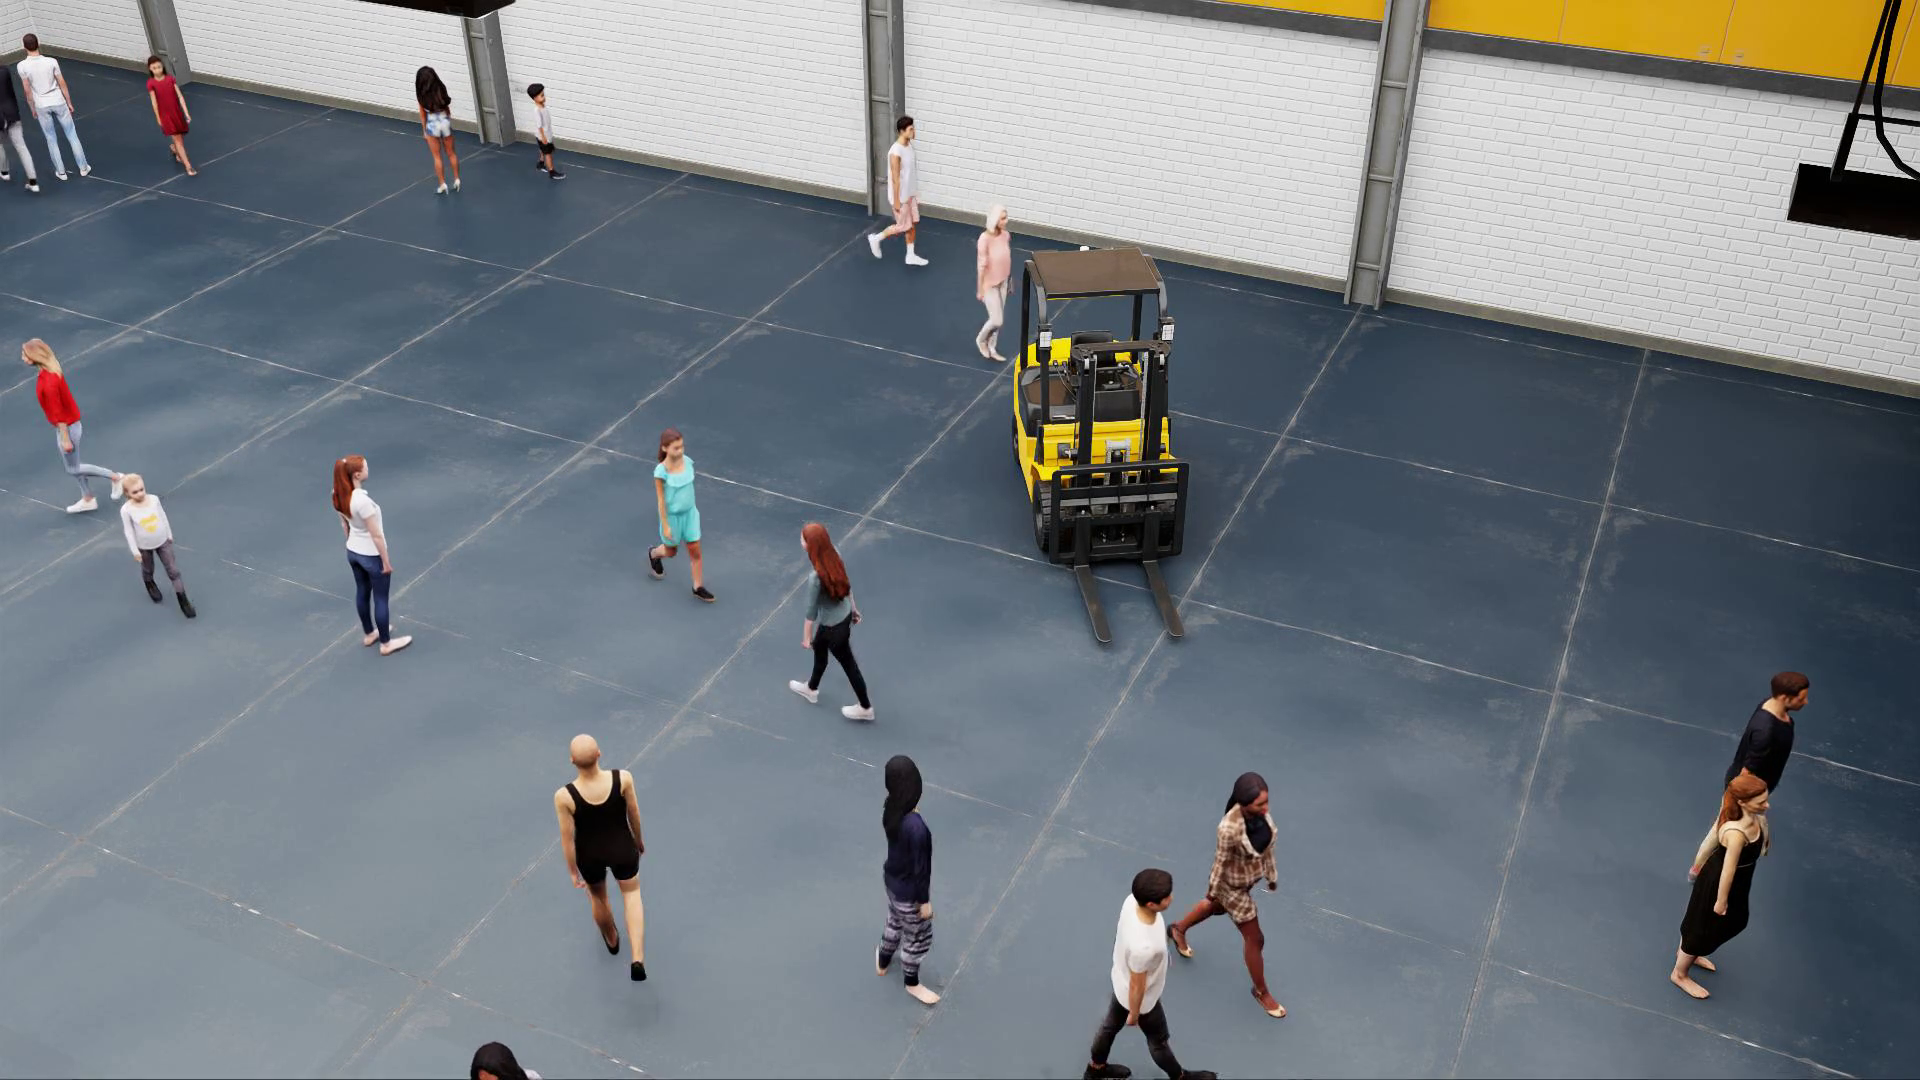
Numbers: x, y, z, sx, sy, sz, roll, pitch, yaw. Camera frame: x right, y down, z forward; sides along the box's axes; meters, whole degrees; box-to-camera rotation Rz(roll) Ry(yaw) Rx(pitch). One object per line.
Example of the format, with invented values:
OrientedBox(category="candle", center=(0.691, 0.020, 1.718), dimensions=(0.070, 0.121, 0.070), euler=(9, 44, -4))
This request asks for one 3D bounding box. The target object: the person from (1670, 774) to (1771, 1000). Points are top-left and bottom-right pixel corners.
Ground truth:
OrientedBox(category="person", center=(4.607, 2.054, 10.061), dimensions=(0.596, 1.624, 0.605), euler=(19, 38, 26))

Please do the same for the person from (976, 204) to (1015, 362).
OrientedBox(category="person", center=(0.289, -2.648, 17.050), dimensions=(0.710, 1.718, 0.689), euler=(26, 42, 34))

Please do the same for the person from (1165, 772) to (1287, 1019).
OrientedBox(category="person", center=(1.587, 2.032, 9.990), dimensions=(1.169, 1.739, 0.753), euler=(24, 41, 32))

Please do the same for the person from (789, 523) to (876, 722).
OrientedBox(category="person", center=(-0.824, 0.646, 12.106), dimensions=(0.964, 1.706, 0.628), euler=(13, 36, 19))

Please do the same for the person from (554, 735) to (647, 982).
OrientedBox(category="person", center=(-2.122, 1.956, 10.051), dimensions=(0.991, 1.798, 1.054), euler=(-12, 35, -18))

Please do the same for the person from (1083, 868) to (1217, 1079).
OrientedBox(category="person", center=(0.920, 2.483, 9.354), dimensions=(1.099, 1.692, 0.917), euler=(-1, 34, -2))

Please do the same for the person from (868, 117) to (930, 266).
OrientedBox(category="person", center=(-0.730, -3.976, 19.004), dimensions=(0.951, 1.767, 0.659), euler=(12, 35, 18))

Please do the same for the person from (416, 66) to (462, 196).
OrientedBox(category="person", center=(-6.552, -5.148, 20.896), dimensions=(0.648, 1.625, 0.674), euler=(-25, 41, -32))

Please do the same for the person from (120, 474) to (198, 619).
OrientedBox(category="person", center=(-6.583, 0.002, 13.476), dimensions=(0.714, 1.261, 0.967), euler=(-28, 43, -35))

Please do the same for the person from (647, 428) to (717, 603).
OrientedBox(category="person", center=(-2.348, -0.225, 13.567), dimensions=(0.797, 1.538, 1.050), euler=(-27, 42, -35))

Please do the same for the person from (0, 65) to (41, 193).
OrientedBox(category="person", center=(-11.961, -5.278, 20.852), dimensions=(1.320, 1.891, 0.980), euler=(28, 43, 35))

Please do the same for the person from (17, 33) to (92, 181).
OrientedBox(category="person", center=(-11.639, -5.551, 21.297), dimensions=(0.725, 1.851, 0.745), euler=(-17, 37, -24))

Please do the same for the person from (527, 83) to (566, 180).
OrientedBox(category="person", center=(-5.405, -5.273, 21.419), dimensions=(0.716, 1.254, 0.633), euler=(1, 34, 2))

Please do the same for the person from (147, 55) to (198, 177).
OrientedBox(category="person", center=(-10.255, -5.539, 21.577), dimensions=(1.085, 1.523, 0.788), euler=(28, 43, 36))

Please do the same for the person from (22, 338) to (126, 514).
OrientedBox(category="person", center=(-7.745, -0.987, 14.577), dimensions=(0.919, 1.689, 0.880), euler=(-16, 37, -23))

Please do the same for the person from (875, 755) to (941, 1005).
OrientedBox(category="person", center=(-0.309, 2.083, 9.952), dimensions=(0.829, 1.697, 0.753), euler=(-5, 34, -7))

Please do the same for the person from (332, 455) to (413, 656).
OrientedBox(category="person", center=(-4.610, 0.119, 12.873), dimensions=(0.493, 1.735, 0.651), euler=(20, 39, 27))

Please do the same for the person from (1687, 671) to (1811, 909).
OrientedBox(category="person", center=(4.942, 1.552, 10.621), dimensions=(0.634, 1.841, 0.672), euler=(17, 37, 24))

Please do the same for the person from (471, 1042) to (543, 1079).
OrientedBox(category="person", center=(-2.279, 3.113, 8.480), dimensions=(0.772, 1.610, 0.833), euler=(-10, 35, -15))
